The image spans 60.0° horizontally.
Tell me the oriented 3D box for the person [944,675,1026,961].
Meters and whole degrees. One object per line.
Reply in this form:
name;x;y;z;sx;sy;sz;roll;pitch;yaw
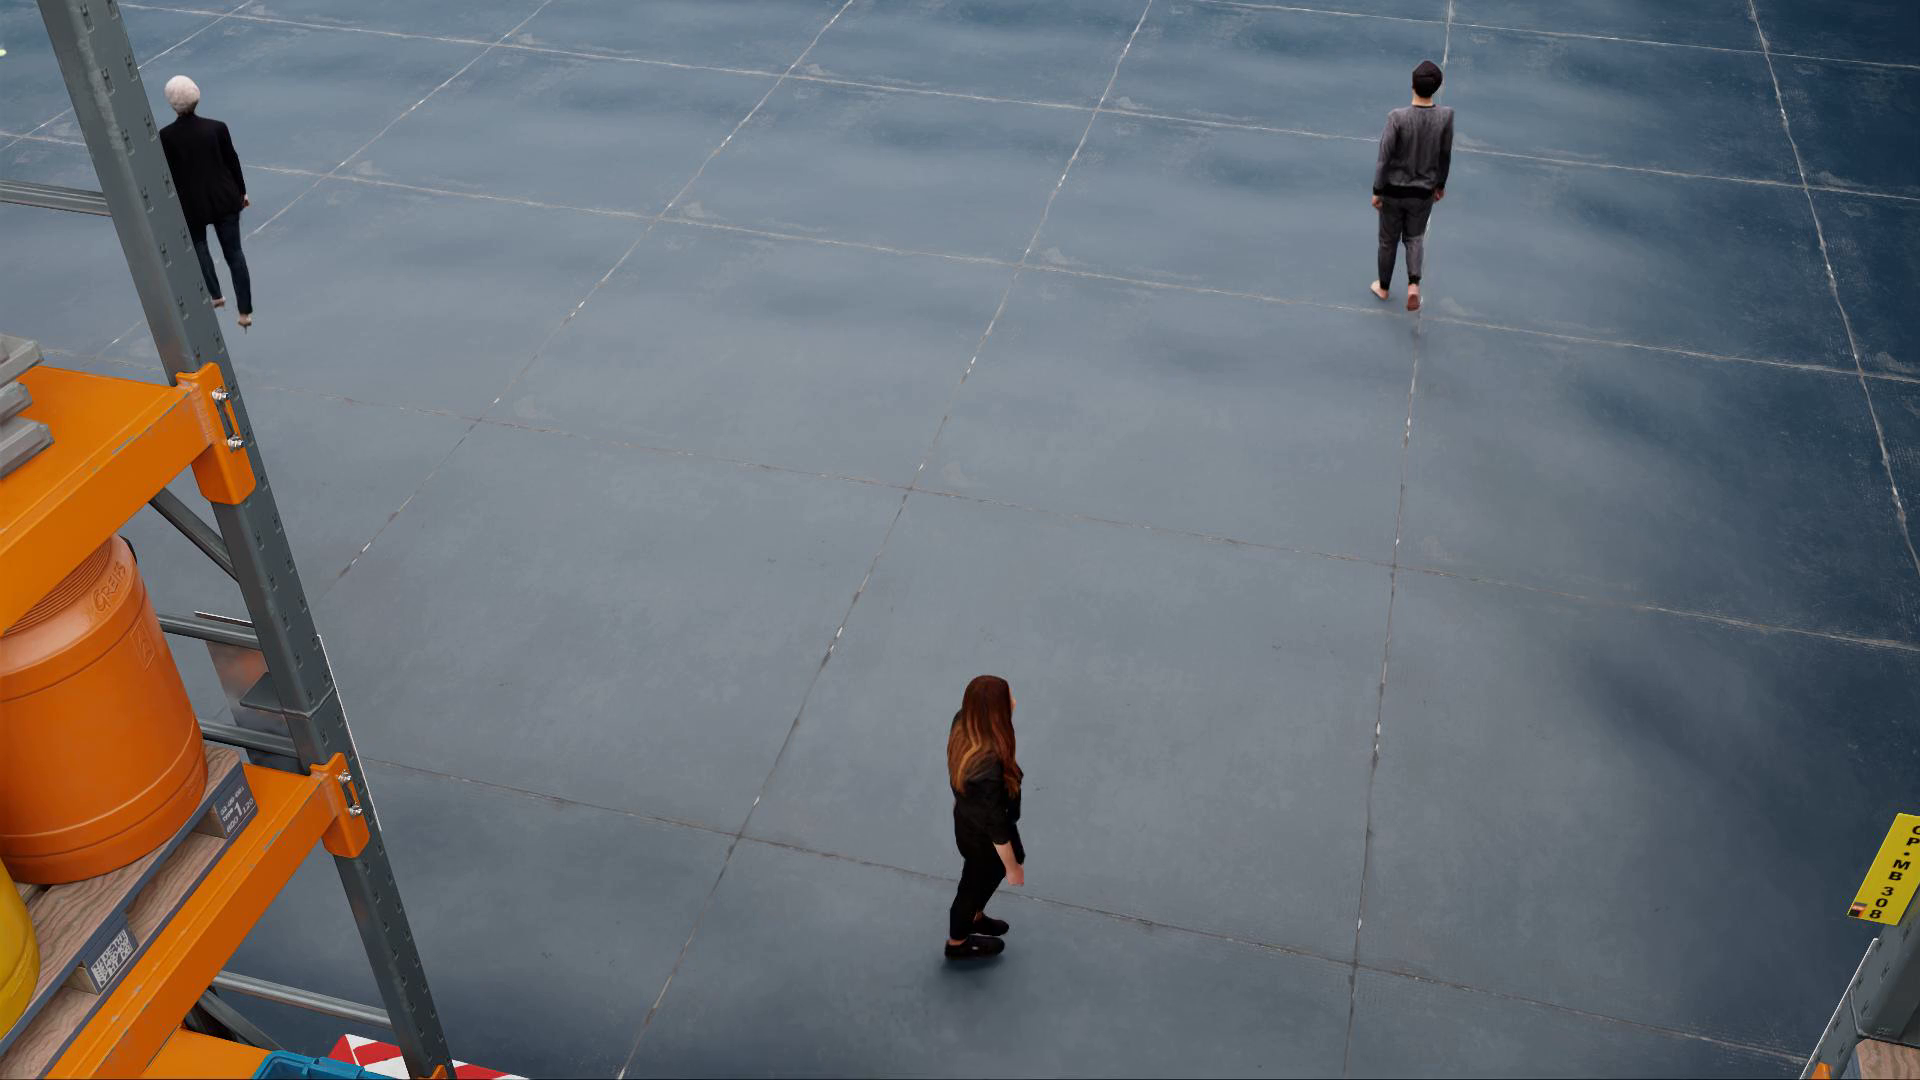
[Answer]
person;0.002;1.239;7.109;0.760;1.700;0.653;-4;38;-5

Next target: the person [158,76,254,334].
person;-4.906;-2.135;10.797;0.963;1.772;0.934;-19;42;-22

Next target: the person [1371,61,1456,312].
person;3.187;-2.441;11.704;0.843;1.833;0.986;-1;38;-2
